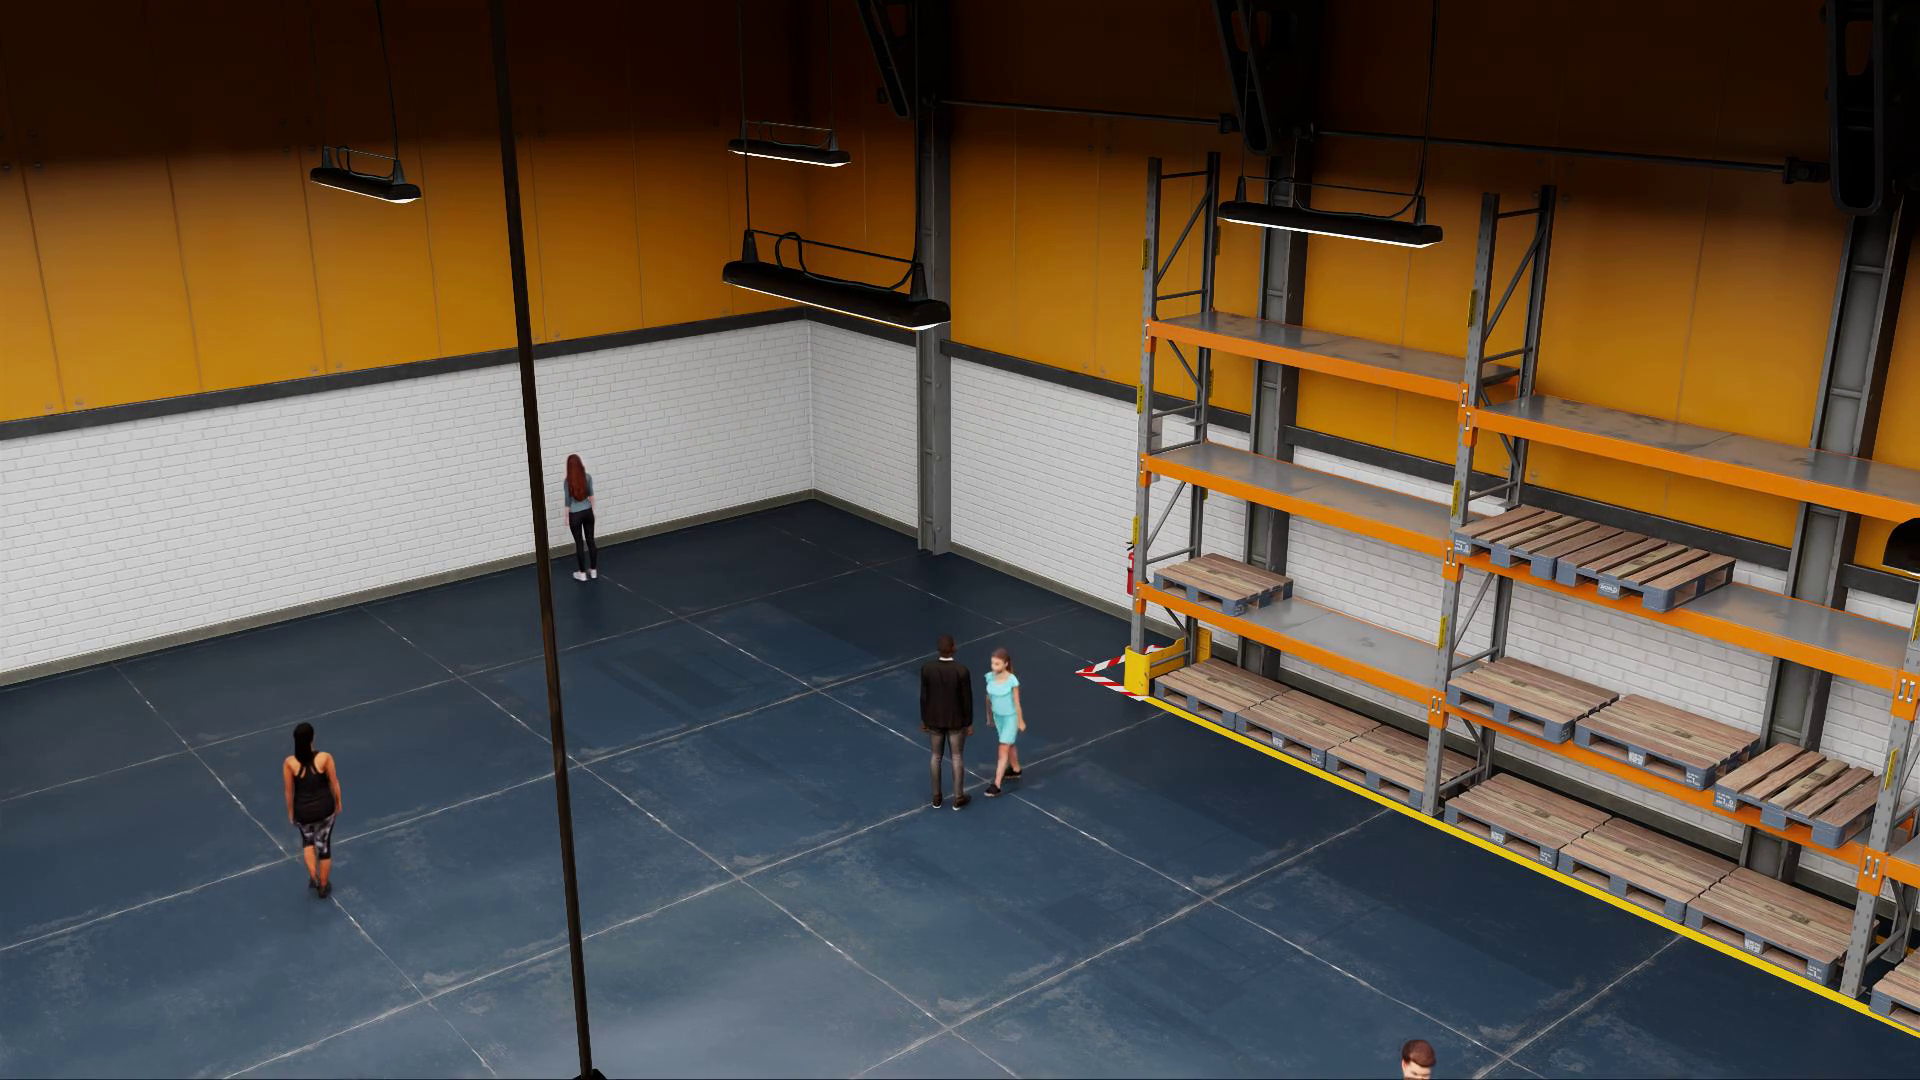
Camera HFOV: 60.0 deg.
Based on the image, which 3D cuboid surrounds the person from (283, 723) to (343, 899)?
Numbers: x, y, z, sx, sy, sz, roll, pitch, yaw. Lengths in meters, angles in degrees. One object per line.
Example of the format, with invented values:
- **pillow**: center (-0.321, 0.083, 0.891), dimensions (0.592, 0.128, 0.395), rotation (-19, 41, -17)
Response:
- **person**: center (-5.667, 2.389, 14.577), dimensions (0.682, 1.656, 0.692), rotation (-5, 19, -16)

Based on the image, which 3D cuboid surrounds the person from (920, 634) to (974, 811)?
- **person**: center (-0.125, 1.767, 16.199), dimensions (0.726, 1.800, 0.815), rotation (4, 19, 12)

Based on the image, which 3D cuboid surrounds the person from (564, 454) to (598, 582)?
- **person**: center (-5.124, -0.315, 22.473), dimensions (0.595, 1.742, 0.545), rotation (-13, 22, -33)

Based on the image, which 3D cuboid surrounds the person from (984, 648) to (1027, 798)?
- **person**: center (0.488, 1.770, 16.623), dimensions (0.882, 1.525, 0.700), rotation (17, 25, 41)
